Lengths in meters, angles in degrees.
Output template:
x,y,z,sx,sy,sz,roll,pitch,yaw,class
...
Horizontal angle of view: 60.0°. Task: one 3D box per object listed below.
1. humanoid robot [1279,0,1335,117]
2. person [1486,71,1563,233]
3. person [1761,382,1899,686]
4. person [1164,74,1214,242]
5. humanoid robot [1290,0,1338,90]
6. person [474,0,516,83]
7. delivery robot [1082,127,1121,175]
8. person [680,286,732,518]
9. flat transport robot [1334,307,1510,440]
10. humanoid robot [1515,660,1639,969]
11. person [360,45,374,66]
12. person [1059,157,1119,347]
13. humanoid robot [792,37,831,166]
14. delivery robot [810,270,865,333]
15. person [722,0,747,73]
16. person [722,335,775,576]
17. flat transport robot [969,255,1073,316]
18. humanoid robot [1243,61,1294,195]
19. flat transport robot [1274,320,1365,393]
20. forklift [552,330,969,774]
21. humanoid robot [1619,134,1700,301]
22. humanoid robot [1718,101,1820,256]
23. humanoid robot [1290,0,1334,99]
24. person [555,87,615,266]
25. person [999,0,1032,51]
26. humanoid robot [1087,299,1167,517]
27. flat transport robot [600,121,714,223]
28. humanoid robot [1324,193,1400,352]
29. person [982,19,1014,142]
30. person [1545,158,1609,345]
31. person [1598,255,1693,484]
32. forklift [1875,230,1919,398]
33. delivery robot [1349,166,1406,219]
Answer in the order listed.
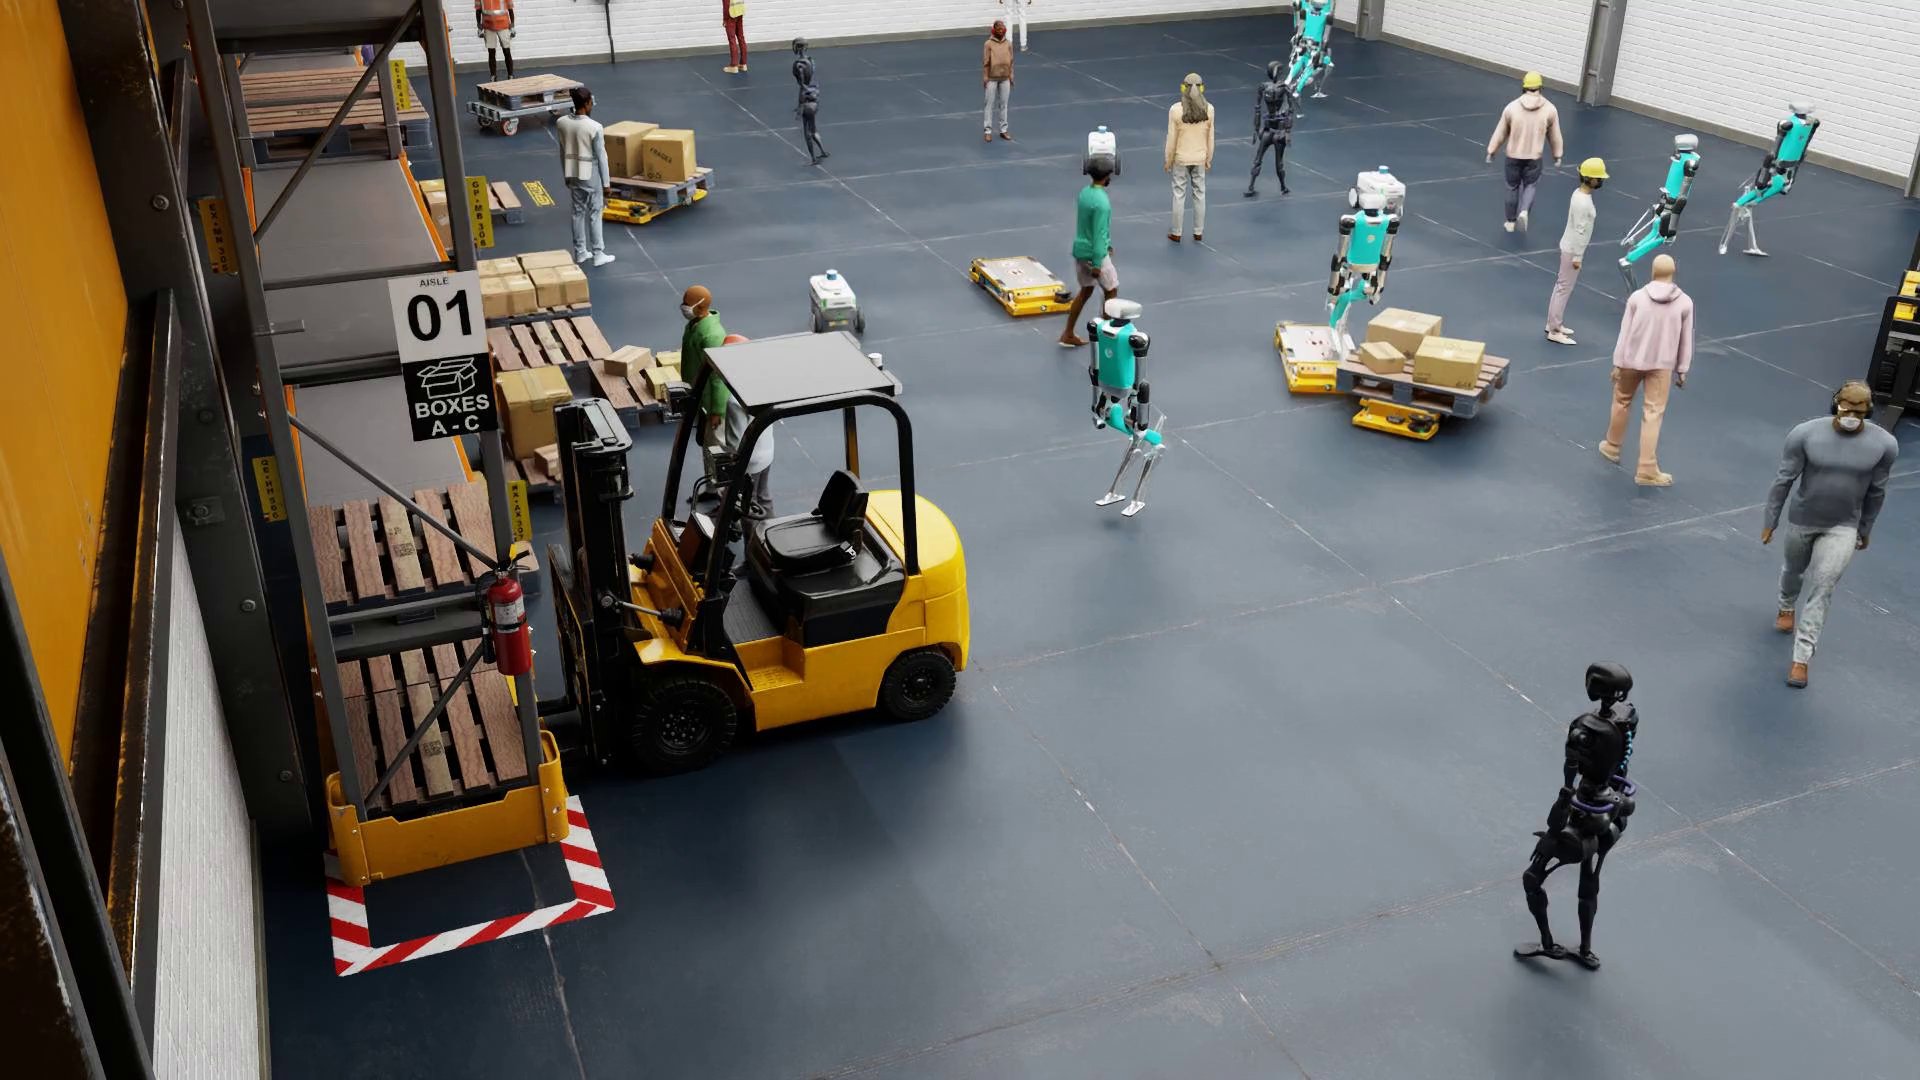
x,y,z,sx,sy,sz,roll,pitch,yaw,class
4.914,-6.936,24.180,0.580,1.762,0.992,24,35,39,humanoid robot
6.447,-4.399,18.995,0.818,1.839,0.569,8,28,15,person
5.400,-0.125,10.439,0.649,1.888,1.028,12,29,22,person
2.578,-4.287,18.730,0.553,1.876,0.394,-3,27,-7,person
5.528,-7.973,26.265,0.758,1.839,0.535,-12,29,-22,humanoid robot
-7.316,-8.103,26.217,0.612,1.963,0.361,-2,27,-5,person
1.861,-5.111,21.838,0.499,0.597,0.779,1,27,3,delivery robot
-1.866,-1.032,12.355,0.388,1.784,0.539,-12,29,-23,person
3.990,-1.233,14.440,0.659,0.231,1.431,16,31,29,flat transport robot
2.959,1.299,7.835,0.609,1.645,0.369,-20,33,-34,humanoid robot
-9.168,-7.617,25.414,0.860,1.808,0.592,1,27,2,person
1.251,-2.677,15.584,0.644,1.818,0.508,-11,29,-21,person
-1.963,-5.788,21.941,0.444,1.648,0.609,3,27,6,humanoid robot
-1.250,-2.354,16.341,0.499,0.585,0.765,-7,28,-13,delivery robot
-3.741,-8.651,27.521,0.378,1.774,0.469,18,32,32,person
-1.480,-0.585,11.511,0.352,1.742,0.572,8,28,15,person
0.624,-2.656,17.270,0.659,0.231,1.431,-8,28,-16,flat transport robot
3.851,-5.053,20.501,0.614,1.640,0.608,-22,34,-37,humanoid robot
3.306,-1.695,15.359,0.659,0.231,1.431,2,27,3,flat transport robot
-1.094,0.010,9.831,2.313,2.155,1.214,-10,28,-20,forklift
6.890,-3.140,16.644,0.694,1.828,0.530,3,27,7,humanoid robot
8.795,-3.984,18.279,0.591,1.769,0.872,-11,29,-21,humanoid robot
5.369,-7.512,25.311,1.053,1.726,0.572,12,29,23,humanoid robot
-4.041,-3.908,17.942,0.598,1.909,0.400,12,29,22,person
0.979,-9.563,29.212,0.583,1.882,0.337,0,27,0,person
1.297,-1.013,12.218,0.735,1.677,0.533,-23,35,-38,humanoid robot
-3.753,-4.141,20.223,0.659,0.231,1.431,12,29,22,flat transport robot
3.514,-2.321,15.001,0.537,1.781,0.865,-3,27,-6,humanoid robot
0.523,-6.421,23.216,0.456,1.651,0.339,-9,28,-17,person
5.861,-2.751,15.792,0.327,1.767,0.528,8,28,15,person
5.437,-1.343,13.034,0.607,1.740,0.684,11,29,21,person
9.029,-2.397,14.618,1.214,2.155,2.313,18,32,32,forklift
5.058,-4.194,20.002,0.499,0.587,0.787,-5,27,-10,delivery robot
